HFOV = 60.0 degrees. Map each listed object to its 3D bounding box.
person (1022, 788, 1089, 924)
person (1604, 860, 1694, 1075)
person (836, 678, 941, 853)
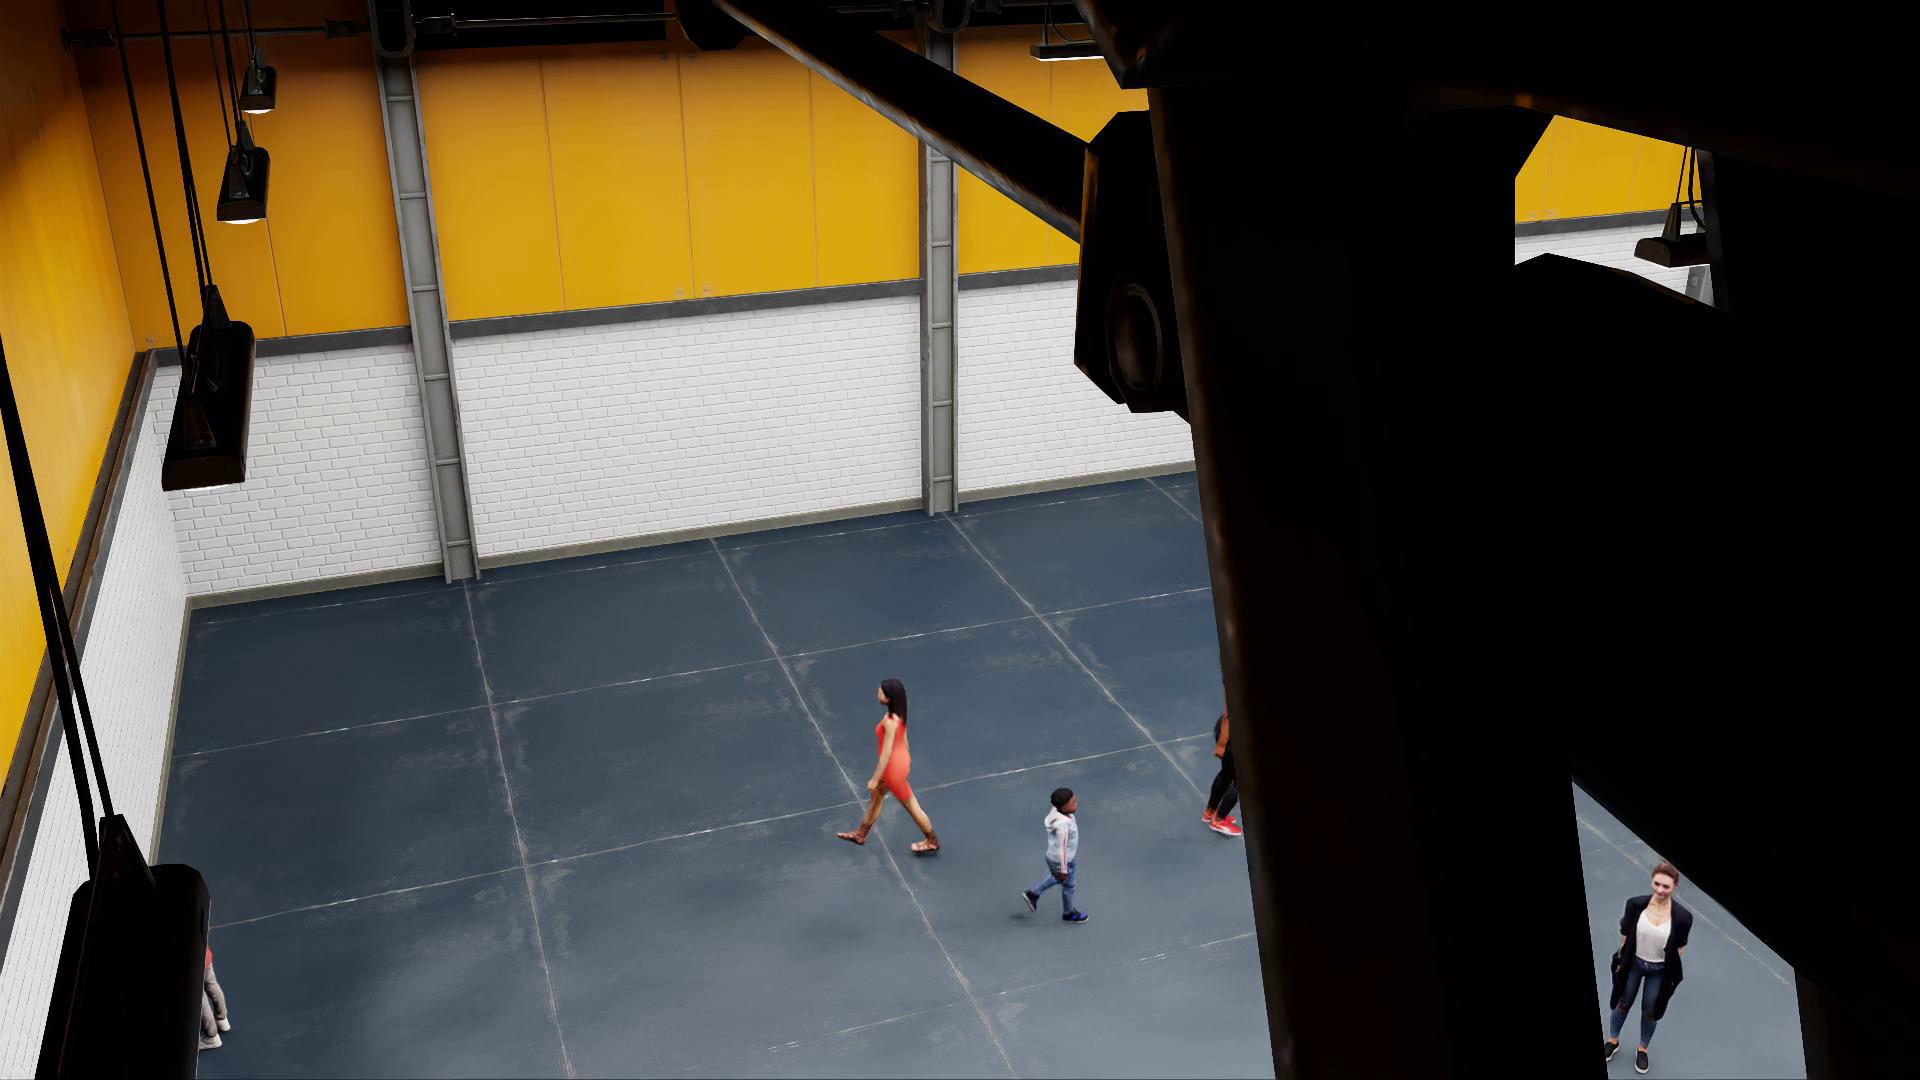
[{"bbox_3d":[0.760,2.526,13.351,0.811,1.248,0.605,-1,24,-3],"label":"person"},{"bbox_3d":[4.857,2.993,11.740,0.721,1.683,0.759,14,27,28],"label":"person"},{"bbox_3d":[-0.463,1.975,14.097,1.209,1.661,0.902,2,24,4],"label":"person"}]
